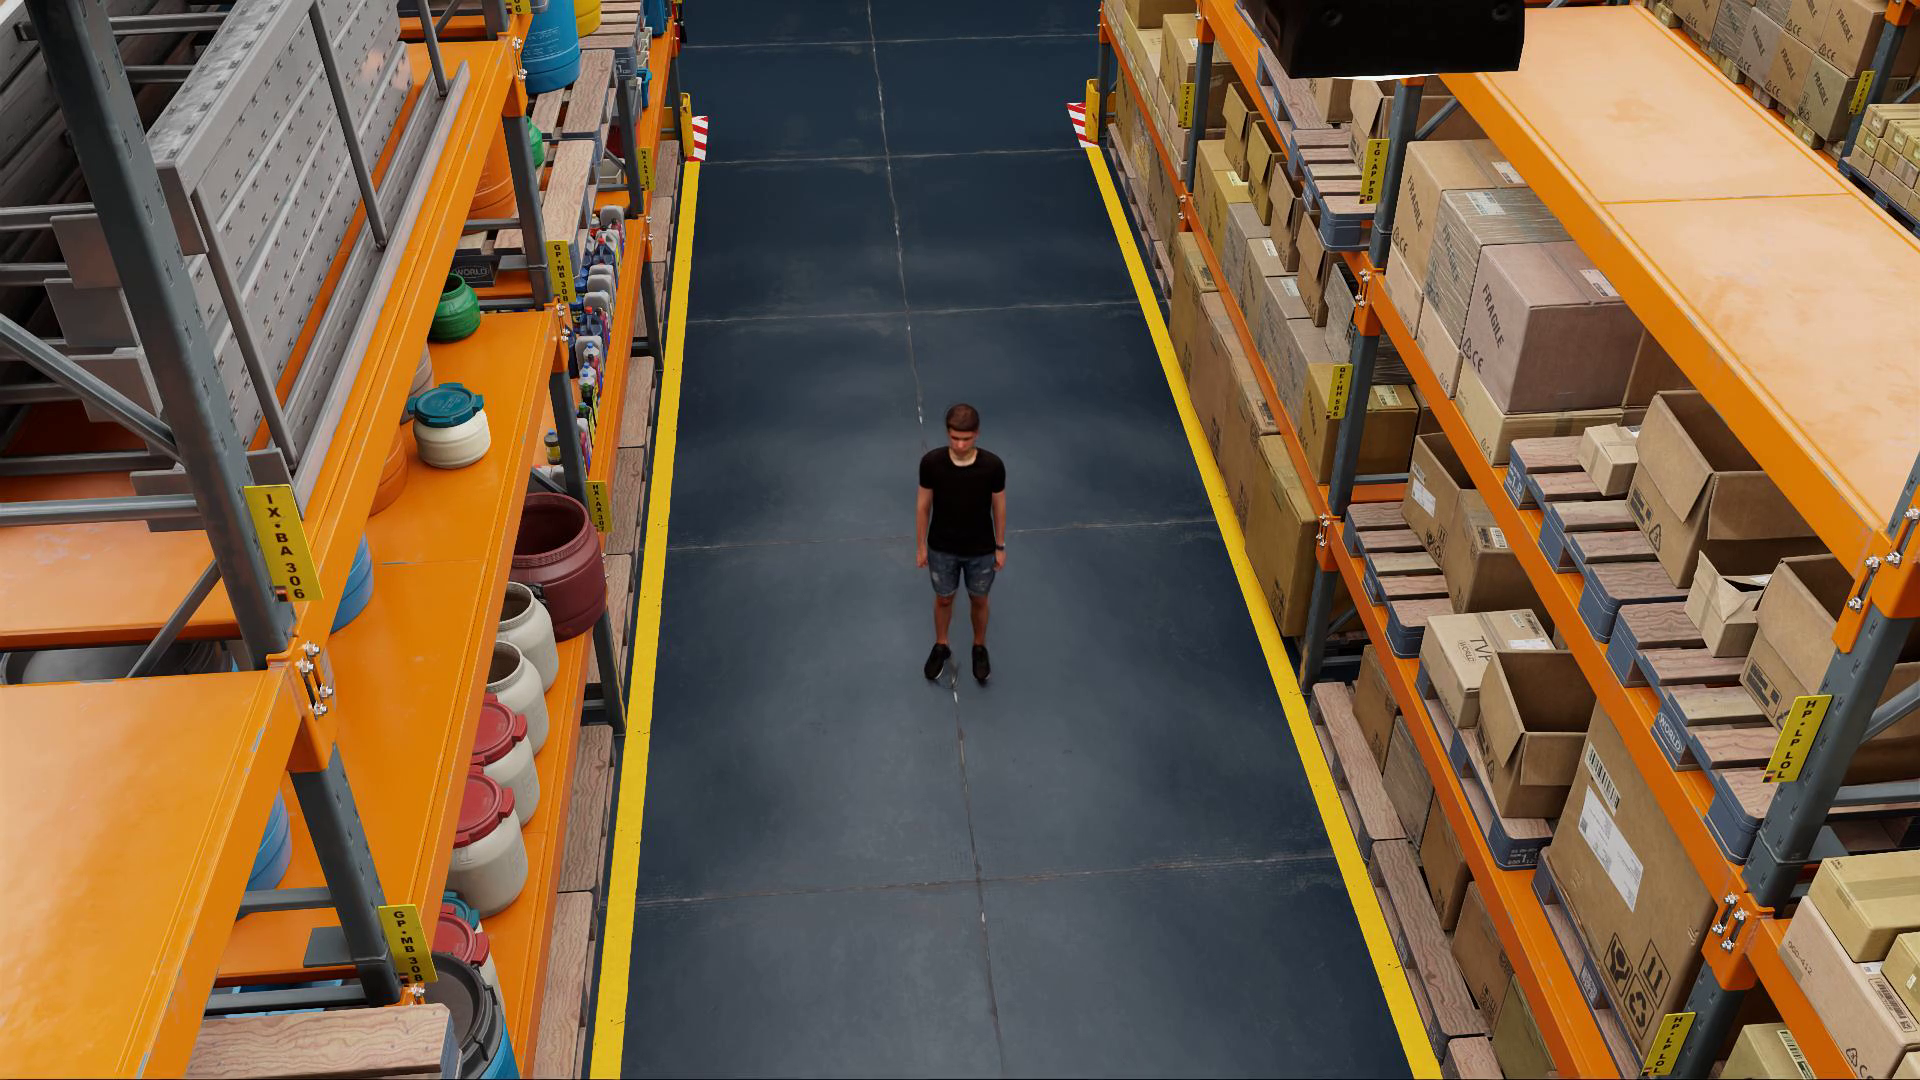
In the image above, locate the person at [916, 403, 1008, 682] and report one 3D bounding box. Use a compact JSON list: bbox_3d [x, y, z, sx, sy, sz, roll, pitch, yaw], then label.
[{"bbox_3d":[0.017,0.008,9.480,0.704,1.847,0.605,3,37,3],"label":"person"}]
